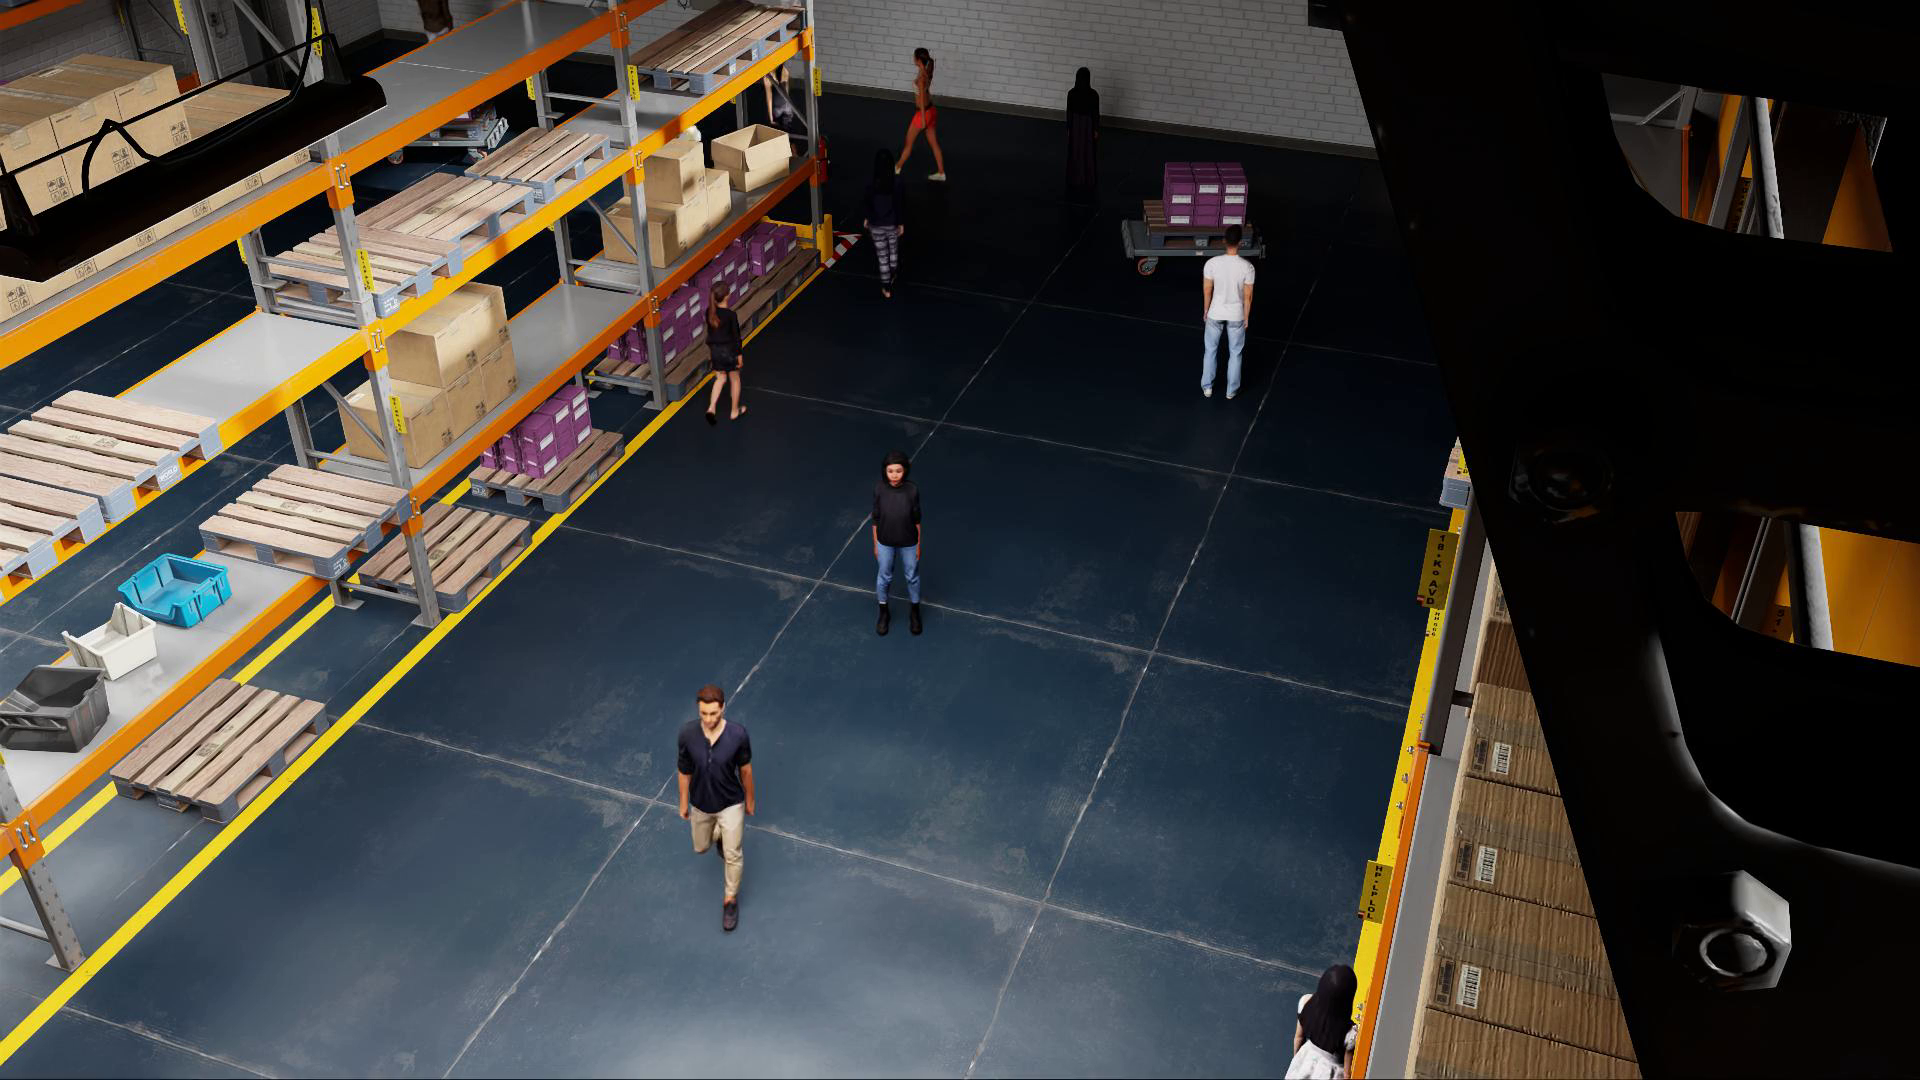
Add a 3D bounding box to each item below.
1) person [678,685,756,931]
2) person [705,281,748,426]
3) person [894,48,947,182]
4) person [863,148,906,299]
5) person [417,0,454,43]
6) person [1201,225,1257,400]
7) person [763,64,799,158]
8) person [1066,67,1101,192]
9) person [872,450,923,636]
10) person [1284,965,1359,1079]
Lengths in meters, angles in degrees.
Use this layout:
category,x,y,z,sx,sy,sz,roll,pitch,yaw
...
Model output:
category,x,y,z,sx,sy,sz,roll,pitch,yaw
person,-1.595,1.662,10.957,0.842,1.844,1.079,1,34,1
person,-2.369,-1.831,16.485,0.556,1.541,0.840,13,36,19
person,-0.383,-5.559,21.902,0.661,1.753,1.029,11,35,16
person,-0.851,-3.584,18.967,0.838,1.714,0.955,-6,34,-8
person,-7.919,-7.690,25.055,0.789,1.811,1.021,8,34,12
person,2.715,-2.311,16.917,0.682,1.863,0.574,9,35,13
person,-2.344,-5.641,22.096,1.150,1.675,1.099,-21,39,-28
person,1.602,-5.401,21.790,0.576,1.614,0.564,11,35,17
person,-0.509,0.014,13.569,0.629,1.696,0.642,-1,34,-1
person,1.961,2.976,9.047,0.797,1.769,0.775,-25,41,-33
